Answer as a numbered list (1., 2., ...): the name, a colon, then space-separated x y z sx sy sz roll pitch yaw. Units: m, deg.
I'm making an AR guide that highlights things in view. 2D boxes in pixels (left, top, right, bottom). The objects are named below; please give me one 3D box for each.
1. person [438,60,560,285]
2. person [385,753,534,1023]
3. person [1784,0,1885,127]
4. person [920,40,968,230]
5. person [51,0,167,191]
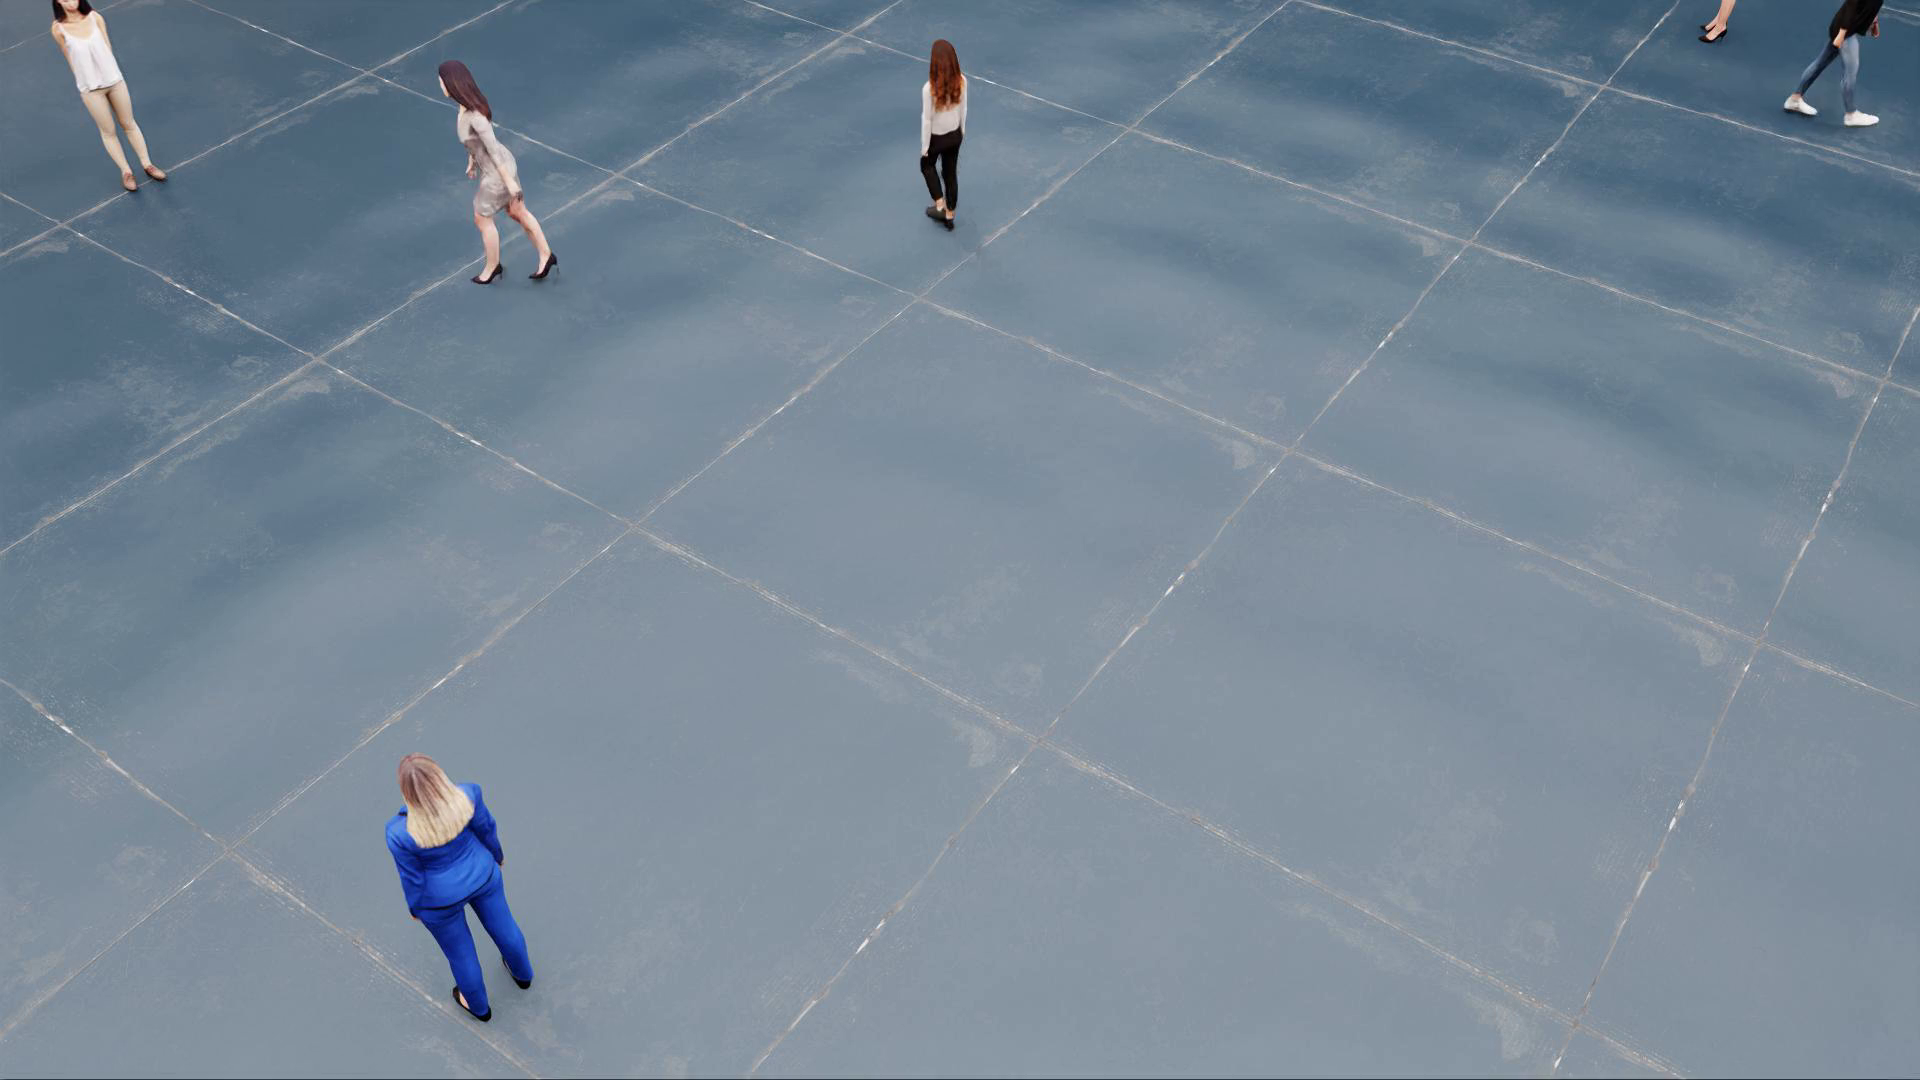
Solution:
1. person: -3.179 -2.540 11.701 0.966 1.687 0.932 -16 45 -16
2. person: -2.210 1.528 7.335 0.665 1.700 0.604 -33 52 -31
3. person: 7.145 -4.188 13.519 0.967 1.615 0.614 21 47 21
4. person: -0.089 -2.949 12.296 0.641 1.474 0.647 -21 47 -21
5. person: -6.616 -3.522 12.778 0.571 1.653 0.641 26 49 25
